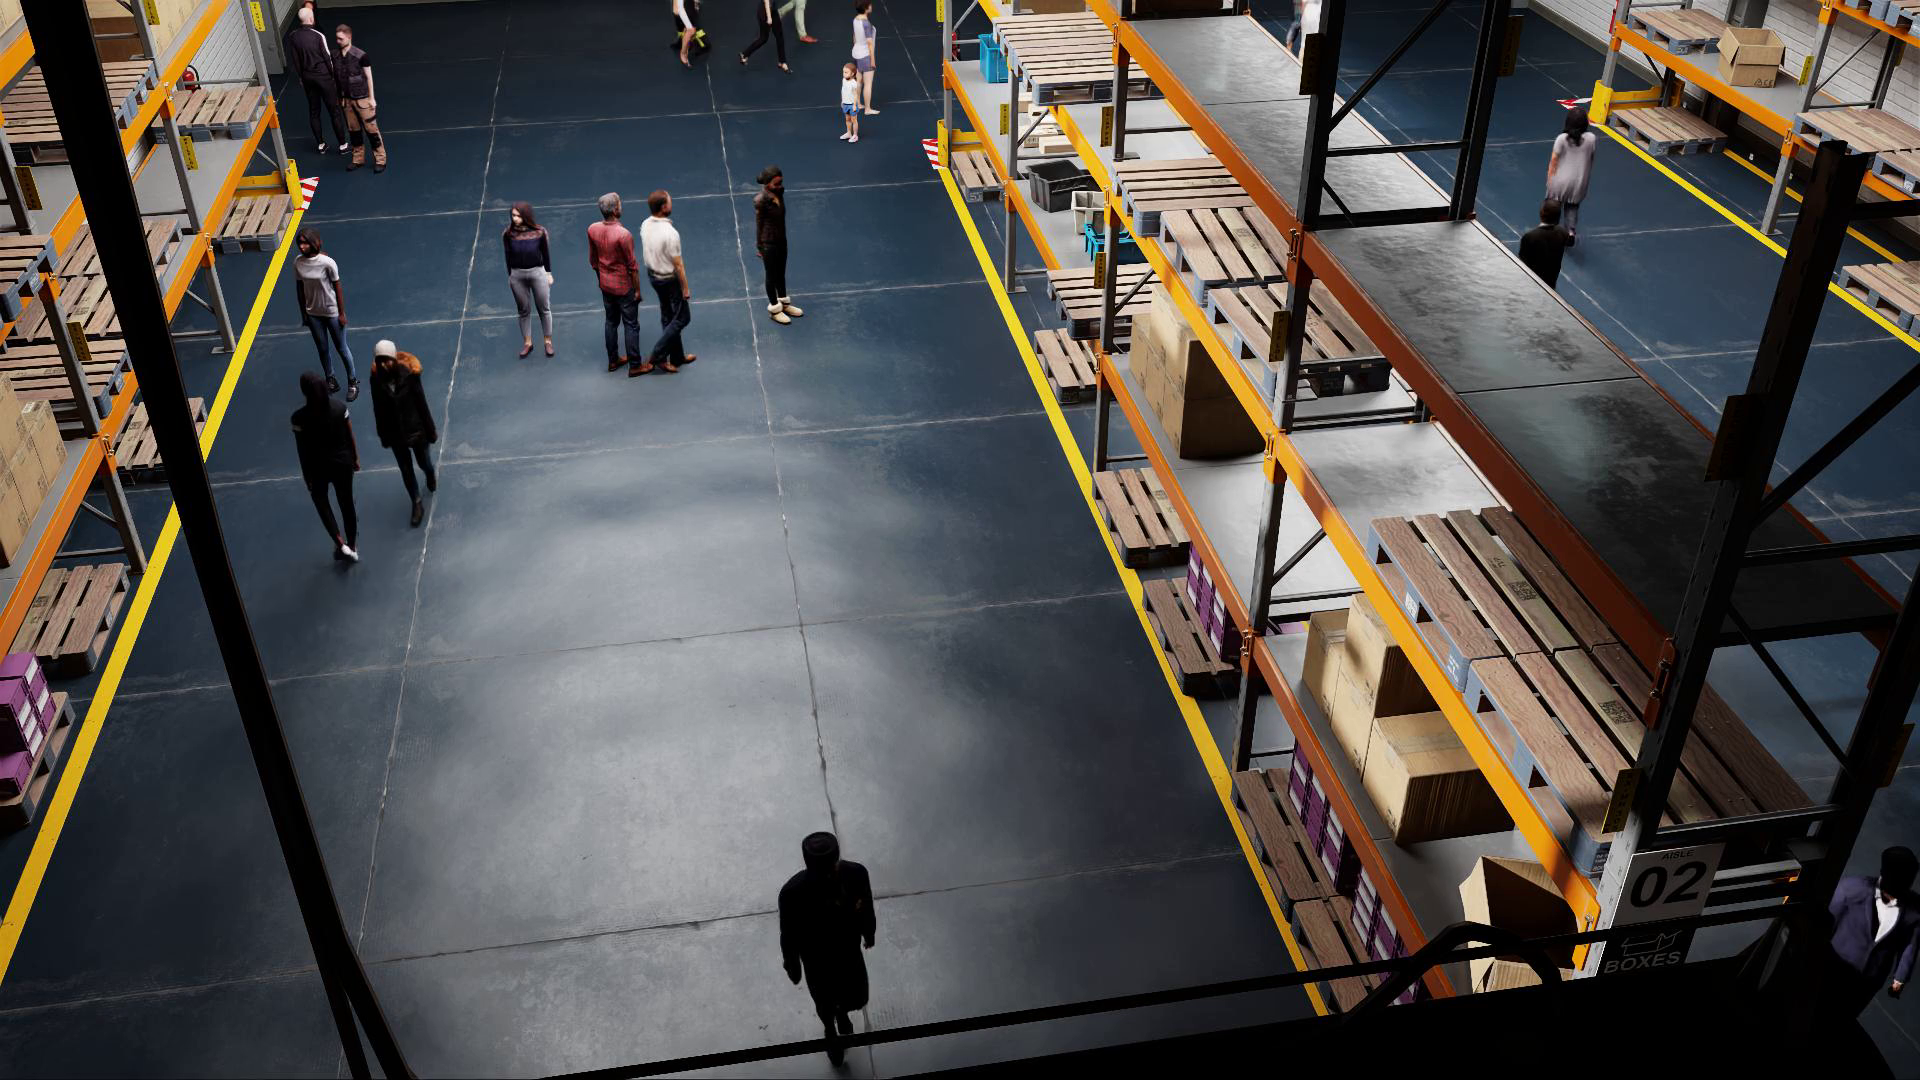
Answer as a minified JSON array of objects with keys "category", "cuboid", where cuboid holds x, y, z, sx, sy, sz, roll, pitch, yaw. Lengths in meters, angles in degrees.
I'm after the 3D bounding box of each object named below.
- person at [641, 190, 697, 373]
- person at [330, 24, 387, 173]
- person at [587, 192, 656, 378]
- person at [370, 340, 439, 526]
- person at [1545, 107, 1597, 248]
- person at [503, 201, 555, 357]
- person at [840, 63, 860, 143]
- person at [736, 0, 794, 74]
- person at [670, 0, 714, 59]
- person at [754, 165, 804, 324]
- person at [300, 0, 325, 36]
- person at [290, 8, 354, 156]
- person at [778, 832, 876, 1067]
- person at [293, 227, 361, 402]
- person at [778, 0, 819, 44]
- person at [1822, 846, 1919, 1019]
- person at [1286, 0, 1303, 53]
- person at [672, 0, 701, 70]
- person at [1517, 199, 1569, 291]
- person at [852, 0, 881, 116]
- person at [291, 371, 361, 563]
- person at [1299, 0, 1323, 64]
[{"category":"person","cuboid":[-2.878,-2.491,16.094,0.933,1.847,0.882,-25,41,-32]},{"category":"person","cuboid":[-7.473,-5.497,20.621,0.769,1.842,0.742,8,34,11]},{"category":"person","cuboid":[-3.312,-2.476,16.087,0.756,1.829,0.797,19,38,26]},{"category":"person","cuboid":[-4.647,-0.953,13.988,0.667,1.617,0.864,-6,34,-8]},{"category":"person","cuboid":[6.833,-4.019,18.619,0.744,1.597,0.847,2,34,3]},{"category":"person","cuboid":[-4.258,-2.588,16.457,0.616,1.606,0.563,-2,34,-3]},{"category":"person","cuboid":[-1.429,-5.716,21.694,0.547,1.019,0.470,-28,43,-35]},{"category":"person","cuboid":[-2.822,-7.470,23.718,0.843,1.700,1.040,2,34,2]},{"category":"person","cuboid":[-4.005,-8.087,24.415,0.938,1.956,0.852,2,34,2]},{"category":"person","cuboid":[-1.932,-3.068,17.131,0.758,1.660,0.696,28,42,35]},{"category":"person","cuboid":[-9.018,-7.064,23.242,0.582,1.550,0.435,-6,34,-9]},{"category":"person","cuboid":[-8.145,-5.813,21.105,0.742,1.833,0.693,5,34,7]},{"category":"person","cuboid":[-0.727,2.213,9.185,0.757,1.662,0.715,-12,35,-17]},{"category":"person","cuboid":[-5.983,-2.130,15.666,0.647,1.719,0.620,4,34,6]},{"category":"person","cuboid":[-2.570,-8.457,25.063,0.977,1.854,1.057,7,34,10]},{"category":"person","cuboid":[4.848,2.267,9.051,0.765,1.720,0.752,8,34,12]},{"category":"person","cuboid":[4.985,-7.467,23.967,0.839,1.420,0.871,-25,41,-32]},{"category":"person","cuboid":[-4.035,-7.688,23.968,0.776,1.785,0.699,15,37,22]},{"category":"person","cuboid":[5.560,-2.398,16.011,0.694,1.785,0.922,-8,34,-12]},{"category":"person","cuboid":[-1.298,-6.561,22.471,0.701,1.565,0.587,-21,39,-28]},{"category":"person","cuboid":[-4.986,-0.539,13.272,0.742,1.720,0.792,-21,39,-29]},{"category":"person","cuboid":[5.001,-7.335,23.469,0.642,1.751,0.657,12,35,17]}]
